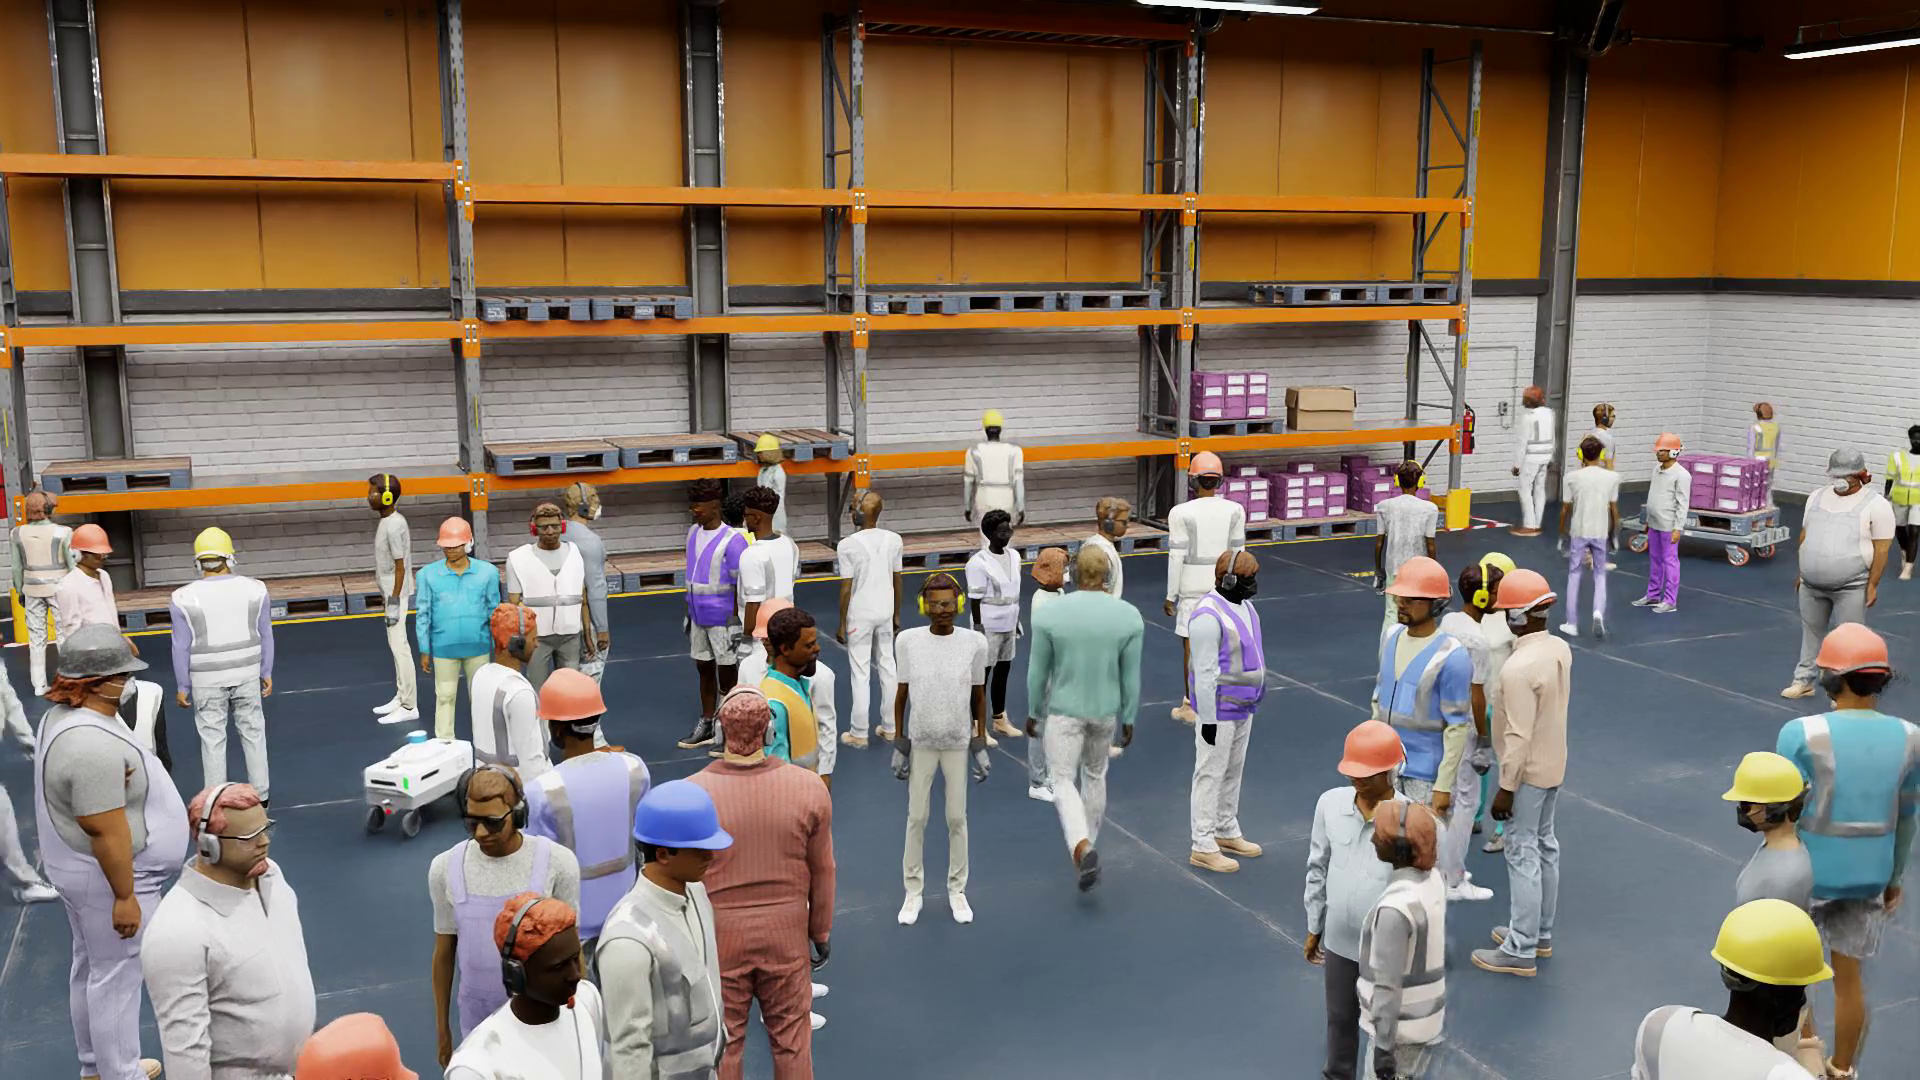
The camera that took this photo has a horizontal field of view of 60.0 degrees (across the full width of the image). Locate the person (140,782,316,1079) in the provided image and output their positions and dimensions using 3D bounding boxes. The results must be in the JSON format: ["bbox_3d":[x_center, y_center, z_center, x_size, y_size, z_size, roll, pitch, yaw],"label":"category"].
[{"bbox_3d":[-2.204,1.672,5.169,0.407,1.906,0.655,1,10,4],"label":"person"}]

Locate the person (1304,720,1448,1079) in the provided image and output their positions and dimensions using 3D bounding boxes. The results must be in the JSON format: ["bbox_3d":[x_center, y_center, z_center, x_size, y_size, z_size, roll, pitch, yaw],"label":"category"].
[{"bbox_3d":[1.564,1.536,6.397,0.573,1.746,0.346,9,13,42],"label":"person"}]

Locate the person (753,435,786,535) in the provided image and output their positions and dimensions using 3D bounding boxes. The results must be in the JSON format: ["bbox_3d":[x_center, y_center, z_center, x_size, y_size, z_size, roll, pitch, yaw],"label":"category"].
[{"bbox_3d":[-1.852,-0.160,16.213,0.309,1.740,0.486,-5,11,-27],"label":"person"}]

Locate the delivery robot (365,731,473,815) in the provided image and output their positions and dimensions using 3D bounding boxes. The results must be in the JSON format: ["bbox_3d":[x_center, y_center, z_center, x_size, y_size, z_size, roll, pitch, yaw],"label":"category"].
[{"bbox_3d":[-3.324,1.421,10.235,0.477,0.478,0.707,3,10,19],"label":"delivery robot"}]

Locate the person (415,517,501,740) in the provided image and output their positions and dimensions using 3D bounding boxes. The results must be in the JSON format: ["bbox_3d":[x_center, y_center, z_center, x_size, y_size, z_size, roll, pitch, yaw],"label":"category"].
[{"bbox_3d":[-3.354,0.706,11.178,0.572,1.749,0.324,-4,11,-23],"label":"person"}]

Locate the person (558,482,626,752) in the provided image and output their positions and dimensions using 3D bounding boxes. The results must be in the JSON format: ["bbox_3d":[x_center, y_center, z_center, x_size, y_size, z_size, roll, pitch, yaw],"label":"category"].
[{"bbox_3d":[-2.600,0.559,11.490,0.372,1.940,0.629,-8,13,-39],"label":"person"}]

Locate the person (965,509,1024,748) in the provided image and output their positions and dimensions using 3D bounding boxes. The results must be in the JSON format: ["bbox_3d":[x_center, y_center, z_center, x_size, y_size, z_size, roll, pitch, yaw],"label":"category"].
[{"bbox_3d":[0.257,0.617,11.849,0.318,1.697,0.536,8,13,39],"label":"person"}]

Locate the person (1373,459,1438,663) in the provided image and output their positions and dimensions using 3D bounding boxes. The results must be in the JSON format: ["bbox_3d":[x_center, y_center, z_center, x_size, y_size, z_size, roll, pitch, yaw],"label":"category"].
[{"bbox_3d":[3.566,0.286,13.296,0.511,1.860,0.333,6,11,31],"label":"person"}]

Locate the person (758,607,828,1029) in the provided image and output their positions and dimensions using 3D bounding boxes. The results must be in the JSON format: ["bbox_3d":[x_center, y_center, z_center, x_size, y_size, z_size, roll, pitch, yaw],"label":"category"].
[{"bbox_3d":[-0.802,1.245,7.593,0.399,1.920,0.590,0,10,1],"label":"person"}]

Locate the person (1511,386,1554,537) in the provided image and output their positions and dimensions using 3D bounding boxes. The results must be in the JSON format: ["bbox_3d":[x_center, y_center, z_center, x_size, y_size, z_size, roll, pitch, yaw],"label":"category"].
[{"bbox_3d":[7.083,-0.958,20.473,0.681,1.858,0.371,-6,12,-32],"label":"person"}]

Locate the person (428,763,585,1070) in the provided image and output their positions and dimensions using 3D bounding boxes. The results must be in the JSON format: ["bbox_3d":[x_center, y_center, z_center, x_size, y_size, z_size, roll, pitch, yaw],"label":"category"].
[{"bbox_3d":[-1.521,1.631,5.623,0.515,1.835,0.355,0,10,-2],"label":"person"}]

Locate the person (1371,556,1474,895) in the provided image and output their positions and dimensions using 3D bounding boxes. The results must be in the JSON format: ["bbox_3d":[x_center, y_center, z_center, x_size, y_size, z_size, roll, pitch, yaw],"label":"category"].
[{"bbox_3d":[2.204,1.087,8.130,0.365,2.048,0.607,-5,11,-25],"label":"person"}]

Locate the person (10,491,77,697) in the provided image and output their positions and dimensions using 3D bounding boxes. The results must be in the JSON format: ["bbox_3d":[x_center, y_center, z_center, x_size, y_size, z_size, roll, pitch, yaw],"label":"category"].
[{"bbox_3d":[-7.169,0.431,13.095,0.523,1.636,0.306,-1,10,-3],"label":"person"}]

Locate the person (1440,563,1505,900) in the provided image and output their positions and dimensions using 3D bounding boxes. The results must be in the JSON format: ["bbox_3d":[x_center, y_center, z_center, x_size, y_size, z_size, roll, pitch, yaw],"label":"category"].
[{"bbox_3d":[2.734,1.034,9.009,0.327,1.853,0.526,-1,10,-7],"label":"person"}]

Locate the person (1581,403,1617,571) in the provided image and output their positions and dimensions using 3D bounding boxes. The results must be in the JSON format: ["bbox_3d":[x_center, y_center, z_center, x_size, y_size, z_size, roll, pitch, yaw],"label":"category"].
[{"bbox_3d":[7.054,-0.587,18.361,0.345,1.846,0.508,-2,10,-14],"label":"person"}]

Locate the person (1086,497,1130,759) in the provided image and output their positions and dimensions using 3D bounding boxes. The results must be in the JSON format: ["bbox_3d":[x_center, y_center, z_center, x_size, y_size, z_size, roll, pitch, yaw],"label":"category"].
[{"bbox_3d":[0.980,0.607,11.528,0.363,1.835,0.521,-1,10,-4],"label":"person"}]

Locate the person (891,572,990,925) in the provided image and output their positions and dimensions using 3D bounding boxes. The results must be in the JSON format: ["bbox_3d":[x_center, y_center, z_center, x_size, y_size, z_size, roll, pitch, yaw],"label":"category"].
[{"bbox_3d":[-0.103,1.081,8.676,0.518,1.874,0.329,0,10,-1],"label":"person"}]

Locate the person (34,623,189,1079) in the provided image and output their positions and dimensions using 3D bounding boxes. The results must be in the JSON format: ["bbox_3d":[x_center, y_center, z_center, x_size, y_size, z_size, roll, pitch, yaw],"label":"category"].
[{"bbox_3d":[-3.418,1.328,6.762,0.536,2.000,0.688,-8,13,-39],"label":"person"}]

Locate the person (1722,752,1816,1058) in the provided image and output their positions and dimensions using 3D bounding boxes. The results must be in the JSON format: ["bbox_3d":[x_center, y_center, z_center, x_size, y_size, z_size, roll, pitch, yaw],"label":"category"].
[{"bbox_3d":[2.857,1.615,5.939,0.344,1.756,0.532,4,11,23],"label":"person"}]

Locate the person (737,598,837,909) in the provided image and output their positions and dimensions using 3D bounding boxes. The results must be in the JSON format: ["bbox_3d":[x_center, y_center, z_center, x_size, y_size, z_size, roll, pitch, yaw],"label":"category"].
[{"bbox_3d":[-0.920,1.155,8.585,0.572,1.749,0.341,4,11,21],"label":"person"}]

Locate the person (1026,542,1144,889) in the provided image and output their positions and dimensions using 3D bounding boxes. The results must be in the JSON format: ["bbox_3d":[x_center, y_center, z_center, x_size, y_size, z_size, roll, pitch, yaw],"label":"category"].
[{"bbox_3d":[0.703,0.968,9.212,0.638,1.917,0.813,-2,10,-9],"label":"person"}]

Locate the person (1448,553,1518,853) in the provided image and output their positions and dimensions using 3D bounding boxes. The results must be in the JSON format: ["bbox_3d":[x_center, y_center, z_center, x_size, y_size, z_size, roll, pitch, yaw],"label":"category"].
[{"bbox_3d":[3.113,0.944,9.765,0.319,1.769,0.523,-5,11,-27],"label":"person"}]

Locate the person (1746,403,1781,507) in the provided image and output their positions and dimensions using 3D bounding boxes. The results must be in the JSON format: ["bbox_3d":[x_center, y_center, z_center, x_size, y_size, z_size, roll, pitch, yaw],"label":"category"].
[{"bbox_3d":[10.115,-0.950,21.121,0.550,1.600,0.708,-3,10,-15],"label":"person"}]

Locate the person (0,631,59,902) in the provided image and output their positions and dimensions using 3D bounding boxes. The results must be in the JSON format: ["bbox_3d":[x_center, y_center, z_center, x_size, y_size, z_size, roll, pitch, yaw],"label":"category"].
[{"bbox_3d":[-5.173,1.169,8.956,0.771,1.597,0.502,-1,10,-5],"label":"person"}]

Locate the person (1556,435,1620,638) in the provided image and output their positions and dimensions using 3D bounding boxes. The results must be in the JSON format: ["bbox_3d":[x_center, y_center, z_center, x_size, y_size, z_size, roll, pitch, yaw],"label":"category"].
[{"bbox_3d":[5.704,-0.021,15.079,0.565,1.853,0.534,2,10,13],"label":"person"}]

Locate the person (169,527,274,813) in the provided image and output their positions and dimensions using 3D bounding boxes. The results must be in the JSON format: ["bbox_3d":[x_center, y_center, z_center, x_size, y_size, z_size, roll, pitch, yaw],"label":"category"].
[{"bbox_3d":[-4.532,0.831,10.243,0.591,1.827,0.403,-8,13,-39],"label":"person"}]

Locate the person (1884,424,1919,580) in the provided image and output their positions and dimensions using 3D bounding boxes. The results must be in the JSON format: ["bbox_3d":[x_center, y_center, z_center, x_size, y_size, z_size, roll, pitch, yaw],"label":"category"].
[{"bbox_3d":[10.315,-0.437,18.010,0.531,1.673,0.816,8,13,40],"label":"person"}]

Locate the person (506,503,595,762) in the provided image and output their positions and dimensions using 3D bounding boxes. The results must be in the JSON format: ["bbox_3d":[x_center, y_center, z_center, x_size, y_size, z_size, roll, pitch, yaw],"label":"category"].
[{"bbox_3d":[-2.752,0.657,11.191,0.570,1.843,0.372,-6,11,-30],"label":"person"}]

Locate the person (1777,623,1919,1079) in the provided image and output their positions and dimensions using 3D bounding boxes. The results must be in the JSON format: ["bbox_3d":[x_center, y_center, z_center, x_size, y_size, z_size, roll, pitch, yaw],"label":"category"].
[{"bbox_3d":[3.553,1.334,6.773,0.632,2.023,0.458,0,10,-2],"label":"person"}]

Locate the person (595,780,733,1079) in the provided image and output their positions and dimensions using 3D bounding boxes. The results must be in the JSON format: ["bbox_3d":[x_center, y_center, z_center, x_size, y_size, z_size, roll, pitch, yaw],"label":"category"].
[{"bbox_3d":[-0.884,1.671,5.094,0.413,1.939,0.608,2,10,12],"label":"person"}]

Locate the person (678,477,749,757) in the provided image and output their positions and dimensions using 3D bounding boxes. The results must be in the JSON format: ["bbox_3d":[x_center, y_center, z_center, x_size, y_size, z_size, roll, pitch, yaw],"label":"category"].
[{"bbox_3d":[-1.727,0.530,11.602,0.603,1.957,0.377,9,13,42],"label":"person"}]

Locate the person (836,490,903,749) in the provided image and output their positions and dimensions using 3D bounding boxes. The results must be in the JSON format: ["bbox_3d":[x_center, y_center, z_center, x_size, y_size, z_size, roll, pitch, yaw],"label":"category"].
[{"bbox_3d":[-0.644,0.558,11.764,0.508,1.846,0.345,-6,12,-31],"label":"person"}]

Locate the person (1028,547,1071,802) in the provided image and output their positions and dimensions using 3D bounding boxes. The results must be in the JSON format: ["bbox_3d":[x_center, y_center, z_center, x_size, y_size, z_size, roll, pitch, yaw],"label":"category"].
[{"bbox_3d":[0.586,0.850,10.687,0.274,1.632,0.507,3,10,16],"label":"person"}]

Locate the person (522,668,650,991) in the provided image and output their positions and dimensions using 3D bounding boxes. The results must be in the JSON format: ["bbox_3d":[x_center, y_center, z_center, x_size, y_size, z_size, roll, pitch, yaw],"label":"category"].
[{"bbox_3d":[-1.451,1.441,6.438,0.548,1.929,0.376,-9,13,-42],"label":"person"}]

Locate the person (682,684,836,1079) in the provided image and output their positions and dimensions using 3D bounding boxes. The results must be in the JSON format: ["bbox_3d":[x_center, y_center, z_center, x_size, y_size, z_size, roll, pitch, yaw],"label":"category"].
[{"bbox_3d":[-0.791,1.480,6.275,0.642,1.909,0.409,-2,10,-14],"label":"person"}]

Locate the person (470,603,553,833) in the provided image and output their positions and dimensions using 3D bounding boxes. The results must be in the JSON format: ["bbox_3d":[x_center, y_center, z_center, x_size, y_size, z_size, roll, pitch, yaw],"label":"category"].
[{"bbox_3d":[-2.081,1.223,7.811,0.353,1.887,0.578,-8,13,-38],"label":"person"}]

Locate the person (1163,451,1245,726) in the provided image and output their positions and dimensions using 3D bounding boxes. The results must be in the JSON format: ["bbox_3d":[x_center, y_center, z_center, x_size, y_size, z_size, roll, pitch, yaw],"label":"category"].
[{"bbox_3d":[1.797,0.358,12.345,0.616,2.041,0.379,-3,10,-17],"label":"person"}]

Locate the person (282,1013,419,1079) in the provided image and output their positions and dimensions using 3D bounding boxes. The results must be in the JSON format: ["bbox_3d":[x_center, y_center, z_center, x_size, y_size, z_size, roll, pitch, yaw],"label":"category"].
[{"bbox_3d":[-1.408,1.964,3.970,0.405,1.736,0.574,-9,13,-42],"label":"person"}]

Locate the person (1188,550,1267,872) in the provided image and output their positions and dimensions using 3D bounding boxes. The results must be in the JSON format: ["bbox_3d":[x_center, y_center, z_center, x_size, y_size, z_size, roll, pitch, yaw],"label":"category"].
[{"bbox_3d":[1.527,0.960,9.493,0.429,1.837,0.624,6,12,32],"label":"person"}]

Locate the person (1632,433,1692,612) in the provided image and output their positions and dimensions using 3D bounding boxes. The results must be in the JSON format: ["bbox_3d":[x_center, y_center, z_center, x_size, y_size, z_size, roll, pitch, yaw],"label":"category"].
[{"bbox_3d":[6.866,-0.175,16.244,0.327,1.752,0.561,-2,10,-10],"label":"person"}]

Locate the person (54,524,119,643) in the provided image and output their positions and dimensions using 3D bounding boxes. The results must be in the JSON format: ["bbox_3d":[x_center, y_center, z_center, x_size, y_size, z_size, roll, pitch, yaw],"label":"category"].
[{"bbox_3d":[-5.647,0.758,10.881,0.338,1.748,0.565,0,10,-3],"label":"person"}]

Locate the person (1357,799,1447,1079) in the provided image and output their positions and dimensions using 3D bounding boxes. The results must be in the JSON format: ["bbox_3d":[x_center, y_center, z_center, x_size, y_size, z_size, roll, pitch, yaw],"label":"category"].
[{"bbox_3d":[1.597,1.701,5.822,0.600,1.622,0.525,6,11,29],"label":"person"}]

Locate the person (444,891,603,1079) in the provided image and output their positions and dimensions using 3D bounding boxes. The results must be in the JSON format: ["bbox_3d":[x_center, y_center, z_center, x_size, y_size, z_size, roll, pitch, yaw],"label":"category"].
[{"bbox_3d":[-1.086,1.825,4.350,0.339,1.882,0.584,3,10,19],"label":"person"}]

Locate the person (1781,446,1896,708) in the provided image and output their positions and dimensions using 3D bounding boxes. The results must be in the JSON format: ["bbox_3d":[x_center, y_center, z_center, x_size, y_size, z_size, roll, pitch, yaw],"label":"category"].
[{"bbox_3d":[6.743,0.276,12.821,0.536,2.000,0.677,-7,12,-34],"label":"person"}]

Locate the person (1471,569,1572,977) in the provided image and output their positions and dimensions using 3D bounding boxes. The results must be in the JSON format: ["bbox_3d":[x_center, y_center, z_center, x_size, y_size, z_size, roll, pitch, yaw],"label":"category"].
[{"bbox_3d":[2.739,1.124,8.099,0.401,1.984,0.612,8,13,39],"label":"person"}]

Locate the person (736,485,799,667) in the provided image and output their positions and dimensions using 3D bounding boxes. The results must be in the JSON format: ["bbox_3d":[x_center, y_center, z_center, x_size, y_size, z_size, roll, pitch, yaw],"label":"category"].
[{"bbox_3d":[-1.304,0.608,11.124,0.367,1.966,0.606,4,11,21],"label":"person"}]

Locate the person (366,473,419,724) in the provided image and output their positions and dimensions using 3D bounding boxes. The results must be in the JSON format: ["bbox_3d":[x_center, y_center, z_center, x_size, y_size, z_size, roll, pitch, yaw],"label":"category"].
[{"bbox_3d":[-4.253,0.428,12.427,0.328,1.876,0.515,-4,11,-23],"label":"person"}]

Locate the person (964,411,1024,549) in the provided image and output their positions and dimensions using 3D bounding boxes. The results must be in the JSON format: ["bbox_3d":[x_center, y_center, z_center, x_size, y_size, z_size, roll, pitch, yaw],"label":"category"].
[{"bbox_3d":[0.341,-0.383,17.106,0.600,1.868,0.965,0,10,-3],"label":"person"}]

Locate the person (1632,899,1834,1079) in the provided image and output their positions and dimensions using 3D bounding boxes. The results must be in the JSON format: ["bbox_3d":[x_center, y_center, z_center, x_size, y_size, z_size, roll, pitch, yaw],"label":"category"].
[{"bbox_3d":[1.951,1.828,4.206,0.384,1.925,0.593,-4,11,-24],"label":"person"}]
